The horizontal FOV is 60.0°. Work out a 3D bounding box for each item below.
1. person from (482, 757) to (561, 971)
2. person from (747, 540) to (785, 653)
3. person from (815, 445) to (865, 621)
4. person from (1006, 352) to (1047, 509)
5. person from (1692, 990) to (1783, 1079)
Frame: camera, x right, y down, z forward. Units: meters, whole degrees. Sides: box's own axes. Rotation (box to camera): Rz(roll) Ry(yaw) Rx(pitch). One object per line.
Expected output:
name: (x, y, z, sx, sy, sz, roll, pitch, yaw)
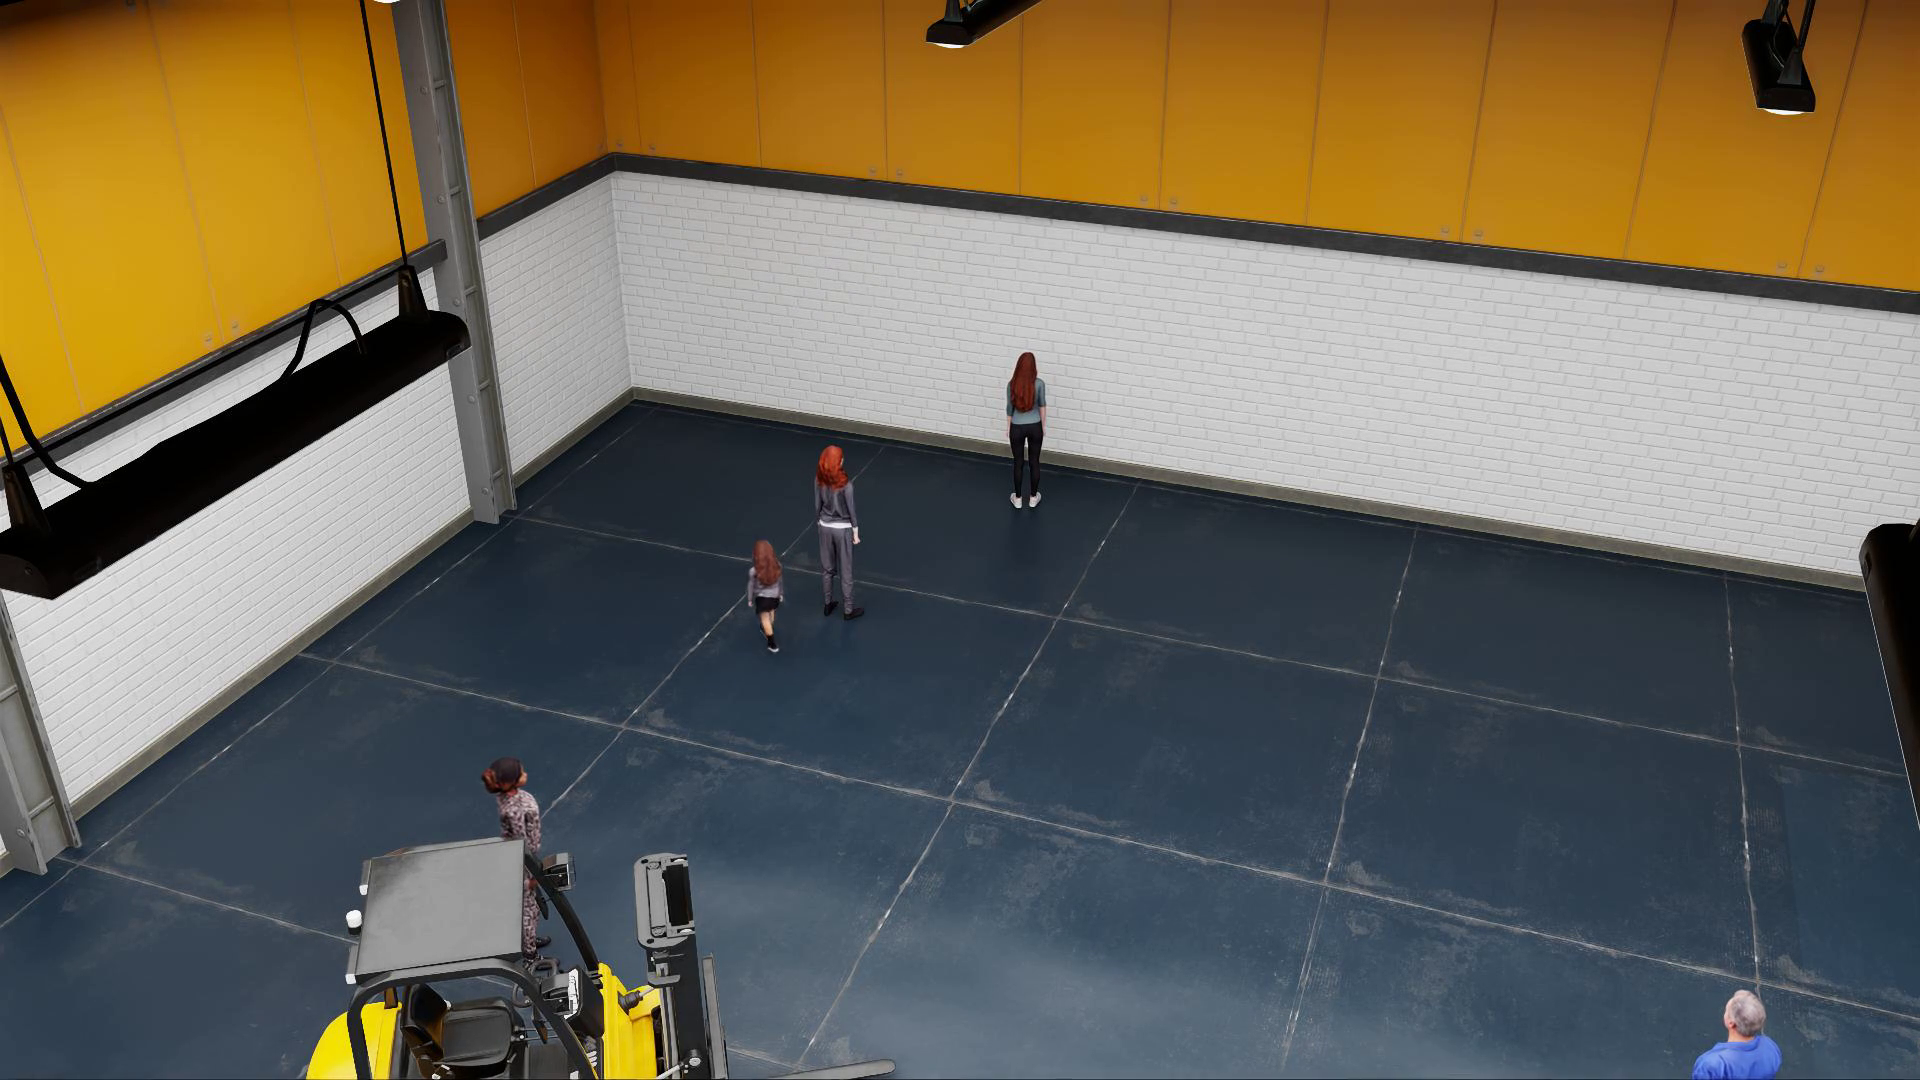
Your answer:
person: (-3.003, 2.195, 11.378, 0.734, 1.714, 0.672, -12, 31, -21)
person: (-1.749, 0.512, 15.110, 0.718, 1.094, 0.758, -16, 33, -27)
person: (-1.147, -0.071, 15.464, 0.600, 1.780, 0.537, 14, 32, 24)
person: (0.695, -1.155, 17.489, 0.648, 1.743, 0.652, 0, 29, -1)
person: (4.222, 3.282, 9.269, 0.781, 1.825, 0.820, -11, 30, -19)
